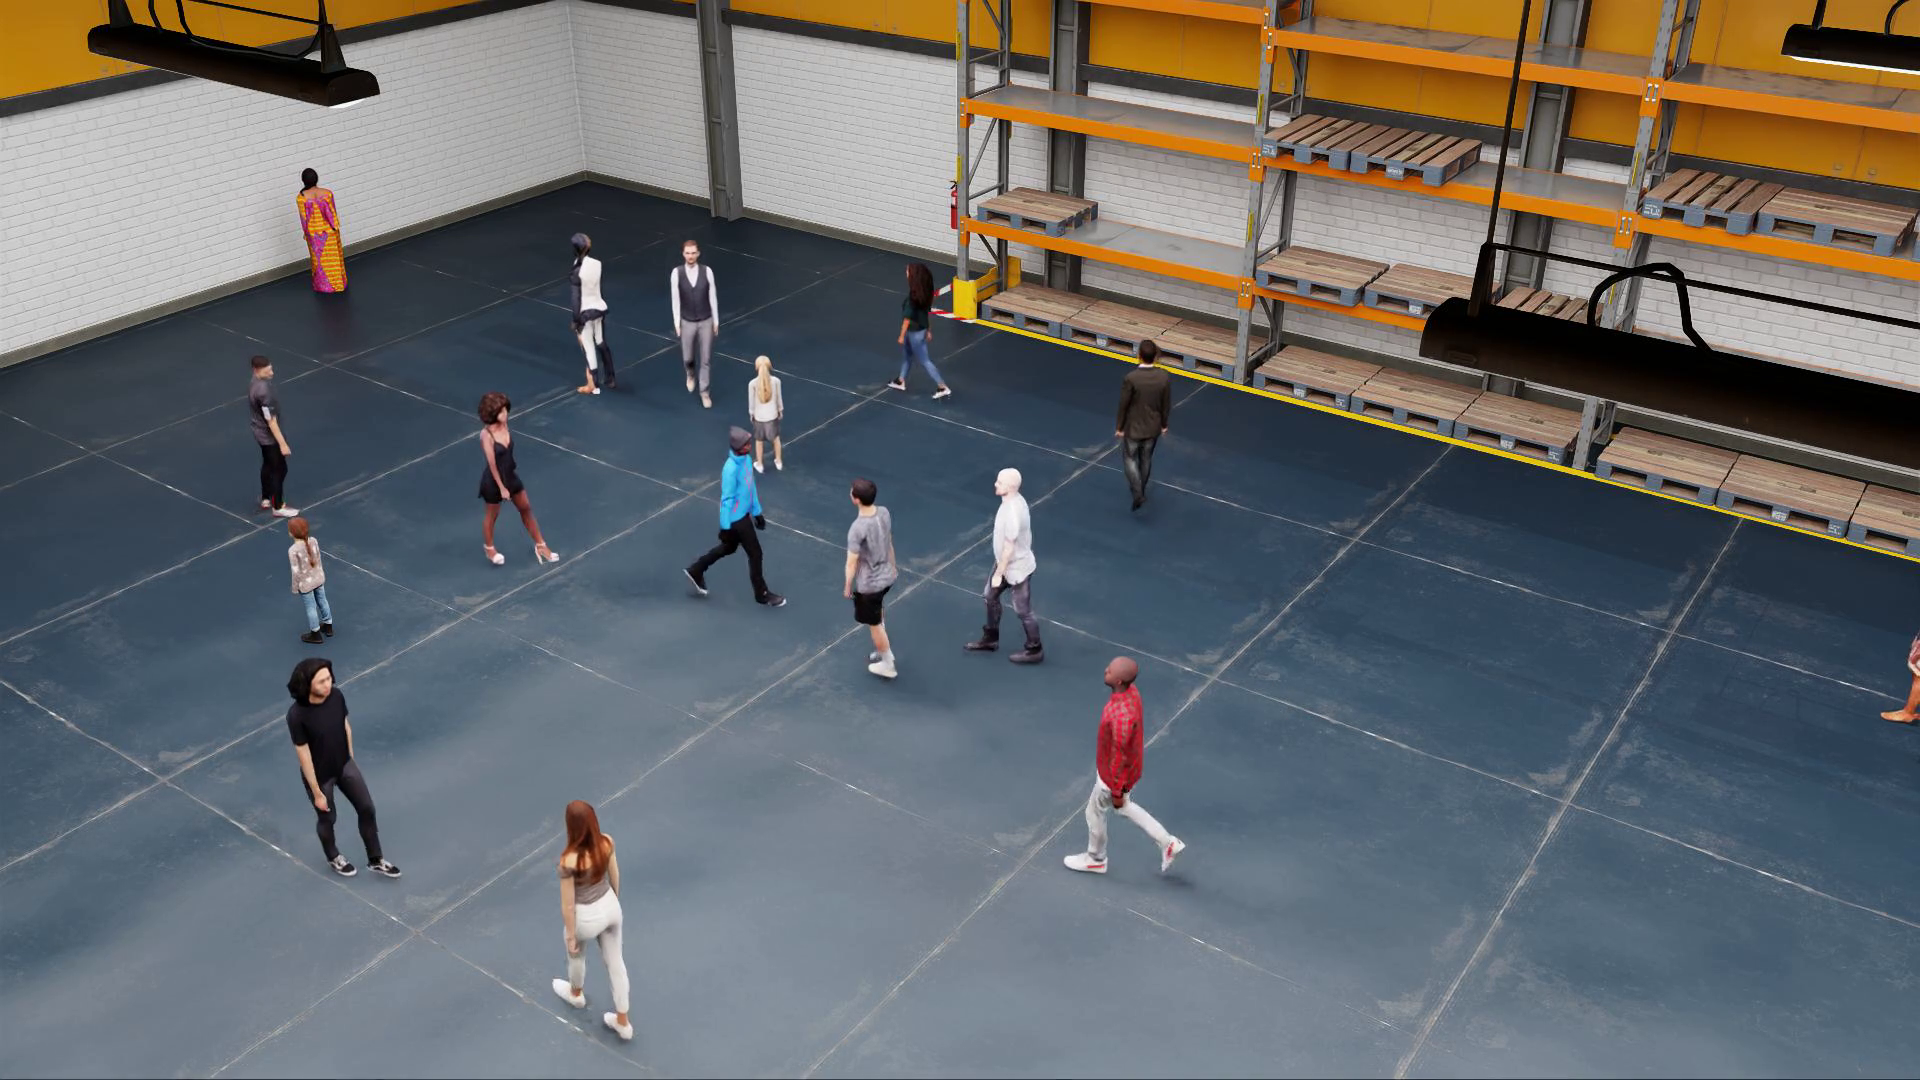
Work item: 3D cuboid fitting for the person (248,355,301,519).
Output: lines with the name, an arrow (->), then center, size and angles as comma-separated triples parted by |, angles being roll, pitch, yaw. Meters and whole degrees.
person -> -6.843, -1.029, 16.370 | 0.971, 1.732, 0.759 | -22, 36, -35

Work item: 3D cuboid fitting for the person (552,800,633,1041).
person -> -2.190, 2.366, 10.180 | 0.736, 1.700, 0.986 | -26, 38, -38

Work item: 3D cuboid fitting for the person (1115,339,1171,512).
person -> 1.823, -1.115, 16.468 | 1.017, 1.789, 1.089 | -6, 29, -11

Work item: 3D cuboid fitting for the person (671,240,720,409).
person -> -2.988, -2.494, 18.857 | 0.920, 1.923, 0.989 | -7, 29, -12

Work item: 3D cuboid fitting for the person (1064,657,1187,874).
person -> 1.182, 1.598, 11.486 | 1.175, 1.797, 0.907 | 8, 30, 14

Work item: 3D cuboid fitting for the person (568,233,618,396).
person -> -4.236, -2.593, 19.067 | 0.618, 1.895, 0.706 | 15, 32, 26

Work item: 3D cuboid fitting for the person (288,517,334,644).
person -> -5.645, 0.337, 14.428 | 0.494, 1.194, 0.501 | 14, 32, 24

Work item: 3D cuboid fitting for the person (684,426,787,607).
person -> -2.083, -0.205, 14.837 | 1.262, 1.755, 0.967 | 4, 29, 8

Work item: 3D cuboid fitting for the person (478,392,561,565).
person -> -4.345, -0.534, 15.437 | 1.030, 1.757, 0.688 | 12, 31, 21

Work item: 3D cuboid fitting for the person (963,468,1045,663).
person -> 0.546, 0.234, 13.979 | 1.060, 1.805, 0.981 | -3, 29, -6

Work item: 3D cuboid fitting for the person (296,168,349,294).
person -> -8.528, -4.156, 22.152 | 0.739, 1.686, 0.766 | -18, 33, -30

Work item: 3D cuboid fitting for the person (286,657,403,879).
person -> -4.439, 1.565, 11.527 | 0.807, 1.815, 0.633 | 19, 34, 30

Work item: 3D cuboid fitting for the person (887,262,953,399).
person -> -0.423, -2.343, 18.941 | 1.126, 1.578, 0.742 | 11, 30, 19

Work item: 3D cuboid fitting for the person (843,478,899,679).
person -> -0.639, 0.360, 13.694 | 0.680, 1.857, 0.680 | 20, 35, 33

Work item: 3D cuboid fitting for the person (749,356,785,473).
person -> -2.028, -1.328, 17.398 | 0.611, 1.274, 0.658 | -9, 30, -16
